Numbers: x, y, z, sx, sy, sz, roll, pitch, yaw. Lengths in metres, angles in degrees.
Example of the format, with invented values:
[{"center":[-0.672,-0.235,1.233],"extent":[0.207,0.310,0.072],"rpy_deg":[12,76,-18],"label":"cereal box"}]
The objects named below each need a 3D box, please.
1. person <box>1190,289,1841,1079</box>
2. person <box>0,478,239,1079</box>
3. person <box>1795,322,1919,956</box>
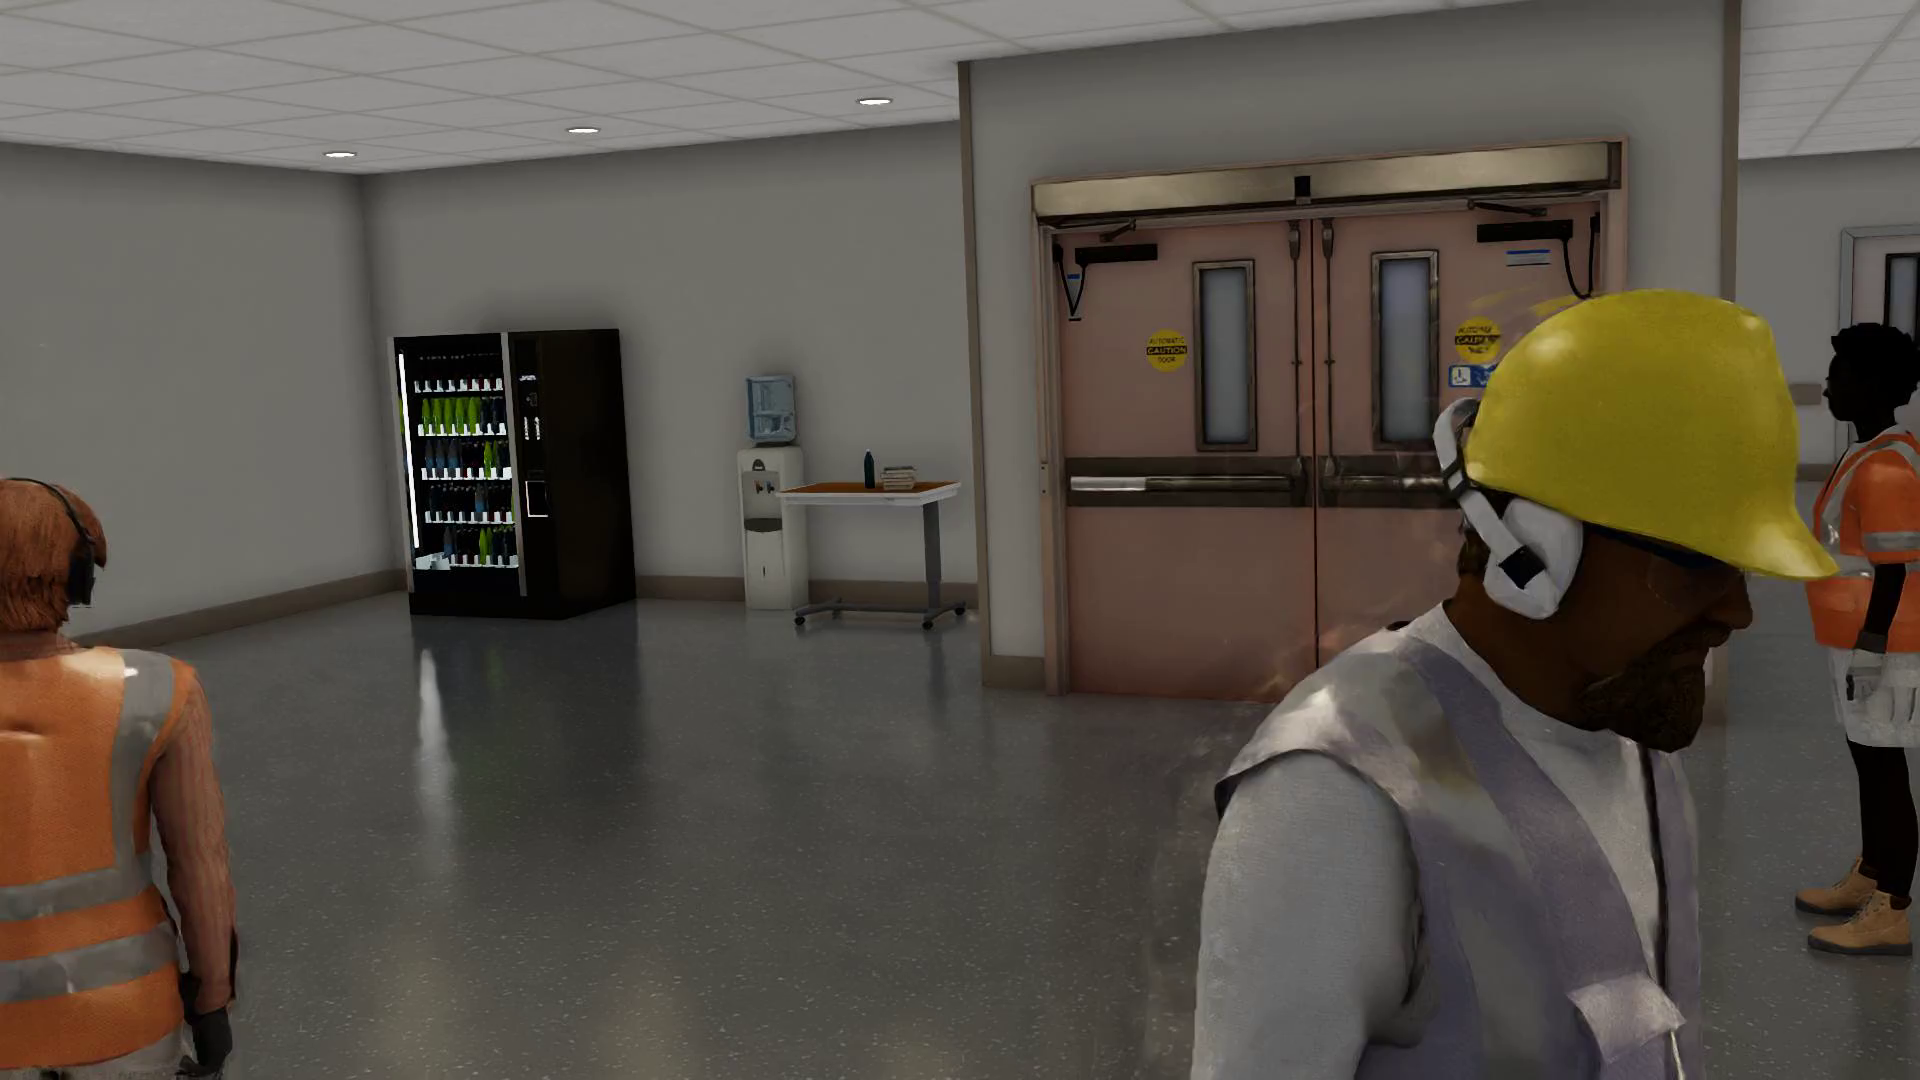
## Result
[{"center":[0.450,0.704,1.393],"extent":[0.540,1.788,0.631],"rpy_deg":[4,10,40],"label":"person"},{"center":[-1.363,0.717,2.483],"extent":[0.525,1.619,0.542],"rpy_deg":[-7,9,-31],"label":"person"},{"center":[2.459,0.264,4.502],"extent":[0.318,1.697,0.536],"rpy_deg":[1,8,23],"label":"person"}]
